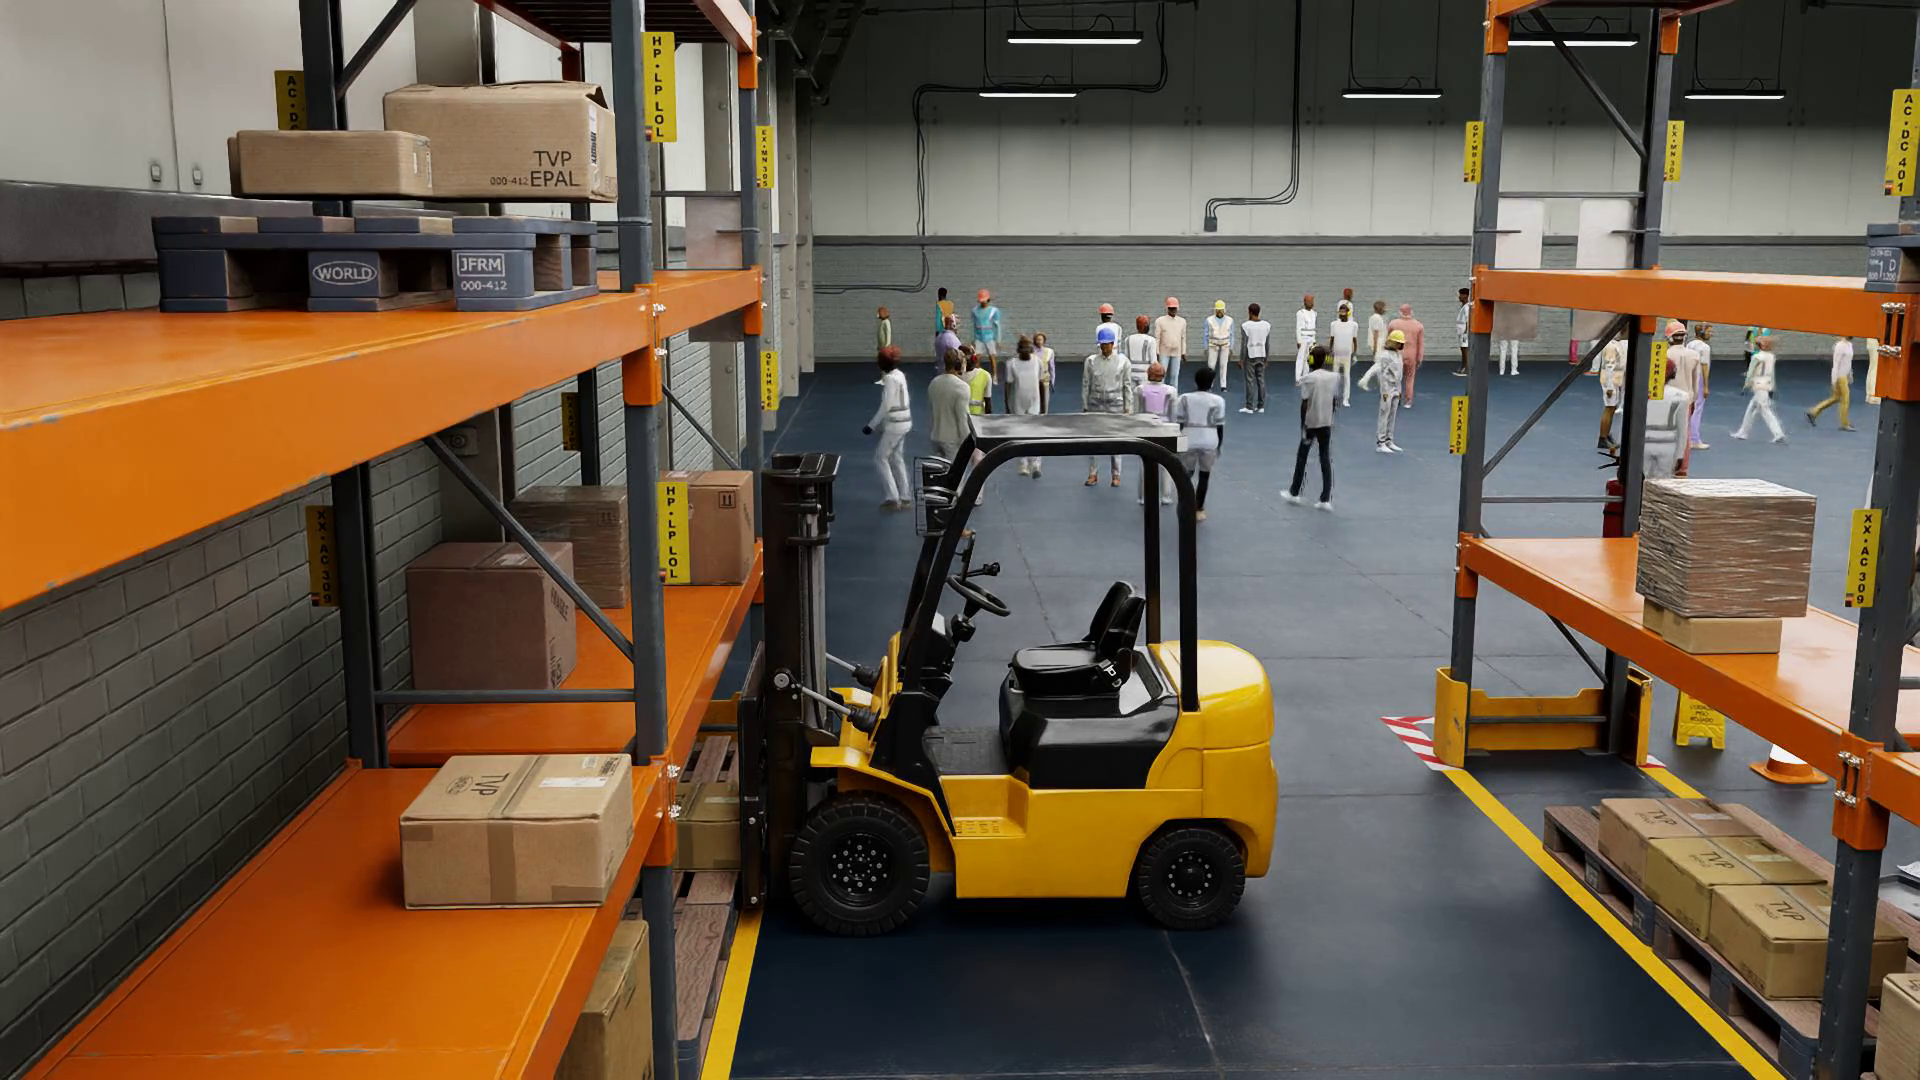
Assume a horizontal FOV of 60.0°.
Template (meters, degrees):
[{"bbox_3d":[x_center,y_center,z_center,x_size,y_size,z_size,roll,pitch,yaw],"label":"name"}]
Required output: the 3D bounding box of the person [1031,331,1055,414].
[{"bbox_3d":[1.201,-2.382,25.486,0.517,1.631,0.315,-2,10,-10],"label":"person"}]

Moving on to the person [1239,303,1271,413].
[{"bbox_3d":[5.155,-3.179,29.118,0.590,1.918,0.392,-5,11,-25],"label":"person"}]

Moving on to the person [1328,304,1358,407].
[{"bbox_3d":[6.960,-3.350,30.221,0.519,1.865,0.335,3,11,17],"label":"person"}]

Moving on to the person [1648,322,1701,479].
[{"bbox_3d":[8.975,-1.743,20.922,0.609,1.986,0.393,-1,10,-8],"label":"person"}]

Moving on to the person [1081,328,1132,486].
[{"bbox_3d":[1.789,-1.623,20.357,0.617,1.946,0.396,2,10,14],"label":"person"}]

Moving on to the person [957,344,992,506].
[{"bbox_3d":[0.081,-1.306,18.878,0.570,1.845,0.383,3,11,16],"label":"person"}]

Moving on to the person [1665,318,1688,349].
[{"bbox_3d":[15.266,-4.283,35.491,0.430,1.839,0.619,1,10,5],"label":"person"}]

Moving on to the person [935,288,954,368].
[{"bbox_3d":[-0.357,-4.998,39.353,0.396,1.886,0.587,7,12,35],"label":"person"}]

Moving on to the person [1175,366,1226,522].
[{"bbox_3d":[2.554,-1.012,17.729,0.534,1.678,0.406,4,11,22],"label":"person"}]

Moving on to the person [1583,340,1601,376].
[{"bbox_3d":[14.228,-4.650,37.251,0.372,1.940,0.630,6,12,30],"label":"person"}]

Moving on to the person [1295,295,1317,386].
[{"bbox_3d":[7.207,-4.146,34.600,0.575,1.881,0.356,-8,13,-39],"label":"person"}]

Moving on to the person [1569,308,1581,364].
[{"bbox_3d":[15.105,-5.290,40.657,0.375,1.995,0.611,3,11,16],"label":"person"}]

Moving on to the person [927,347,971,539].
[{"bbox_3d":[-0.098,-0.975,16.790,0.362,1.936,0.637,-7,12,-35],"label":"person"}]

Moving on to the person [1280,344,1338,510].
[{"bbox_3d":[3.976,-1.279,18.769,0.496,1.838,0.868,-3,11,-15],"label":"person"}]

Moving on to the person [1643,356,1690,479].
[{"bbox_3d":[6.891,-0.893,16.494,0.598,1.873,0.645,5,12,28],"label":"person"}]

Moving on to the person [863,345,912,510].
[{"bbox_3d":[-0.783,-1.241,18.495,0.499,1.856,0.595,1,10,4],"label":"person"}]

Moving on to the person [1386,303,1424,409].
[{"bbox_3d":[7.964,-3.288,29.803,0.674,1.886,0.424,1,10,7],"label":"person"}]

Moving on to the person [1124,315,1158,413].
[{"bbox_3d":[2.739,-2.445,25.116,0.584,1.882,0.339,9,14,42],"label":"person"}]

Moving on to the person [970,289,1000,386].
[{"bbox_3d":[0.513,-4.199,34.520,0.629,2.026,0.473,3,11,17],"label":"person"}]

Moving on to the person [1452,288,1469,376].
[{"bbox_3d":[11.282,-4.657,37.207,0.370,1.967,0.602,2,10,9],"label":"person"}]

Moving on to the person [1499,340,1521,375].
[{"bbox_3d":[12.406,-4.689,37.530,0.596,1.915,0.370,5,12,28],"label":"person"}]

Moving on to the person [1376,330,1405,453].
[{"bbox_3d":[6.166,-2.116,23.702,0.311,1.735,0.483,9,13,41],"label":"person"}]

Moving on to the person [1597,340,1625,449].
[{"bbox_3d":[9.460,-2.267,24.031,0.391,1.923,0.549,6,12,31],"label":"person"}]

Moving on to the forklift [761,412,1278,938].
[{"bbox_3d":[0.291,0.548,7.580,2.313,2.155,1.214,0,10,-2],"label":"forklift"}]

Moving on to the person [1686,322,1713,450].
[{"bbox_3d":[10.645,-2.229,24.033,0.339,1.841,0.507,-2,10,-9],"label":"person"}]

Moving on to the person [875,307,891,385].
[{"bbox_3d":[-1.599,-4.060,34.808,0.285,1.634,0.499,-4,11,-22],"label":"person"}]

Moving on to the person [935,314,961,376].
[{"bbox_3d":[-0.137,-2.459,25.161,0.399,1.900,0.644,-4,11,-21],"label":"person"}]

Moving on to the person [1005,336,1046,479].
[{"bbox_3d":[0.837,-1.667,21.017,0.546,1.798,0.947,-1,10,-4],"label":"person"}]

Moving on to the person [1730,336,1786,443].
[{"bbox_3d":[12.009,-2.254,24.857,0.506,1.596,0.874,-8,13,-37],"label":"person"}]

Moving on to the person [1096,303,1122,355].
[{"bbox_3d":[2.498,-3.068,28.440,0.551,1.934,0.373,-9,13,-39],"label":"person"}]

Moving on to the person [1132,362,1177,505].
[{"bbox_3d":[2.207,-1.201,18.912,0.516,1.632,0.320,1,10,6],"label":"person"}]

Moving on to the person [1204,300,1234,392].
[{"bbox_3d":[5.143,-3.841,33.035,0.598,1.830,0.403,0,10,1],"label":"person"}]

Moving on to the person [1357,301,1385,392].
[{"bbox_3d":[8.313,-3.836,33.085,0.821,1.811,0.565,-1,10,-3],"label":"person"}]

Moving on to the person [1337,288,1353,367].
[{"bbox_3d":[9.240,-5.091,39.893,0.369,1.879,0.580,-4,11,-21],"label":"person"}]

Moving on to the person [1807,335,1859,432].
[{"bbox_3d":[13.933,-2.613,26.436,0.762,1.742,0.522,9,14,41],"label":"person"}]

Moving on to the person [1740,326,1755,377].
[{"bbox_3d":[17.422,-4.386,36.534,0.553,1.652,0.553,5,11,26],"label":"person"}]

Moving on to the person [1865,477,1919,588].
[{"bbox_3d":[6.197,0.102,11.077,0.389,1.837,0.560,1,10,8],"label":"person"}]

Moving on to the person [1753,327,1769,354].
[{"bbox_3d":[16.606,-4.112,34.554,0.357,1.835,0.516,6,12,31],"label":"person"}]

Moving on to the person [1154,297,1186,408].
[{"bbox_3d":[3.782,-3.361,29.908,0.609,1.996,0.379,-3,11,-15],"label":"person"}]
